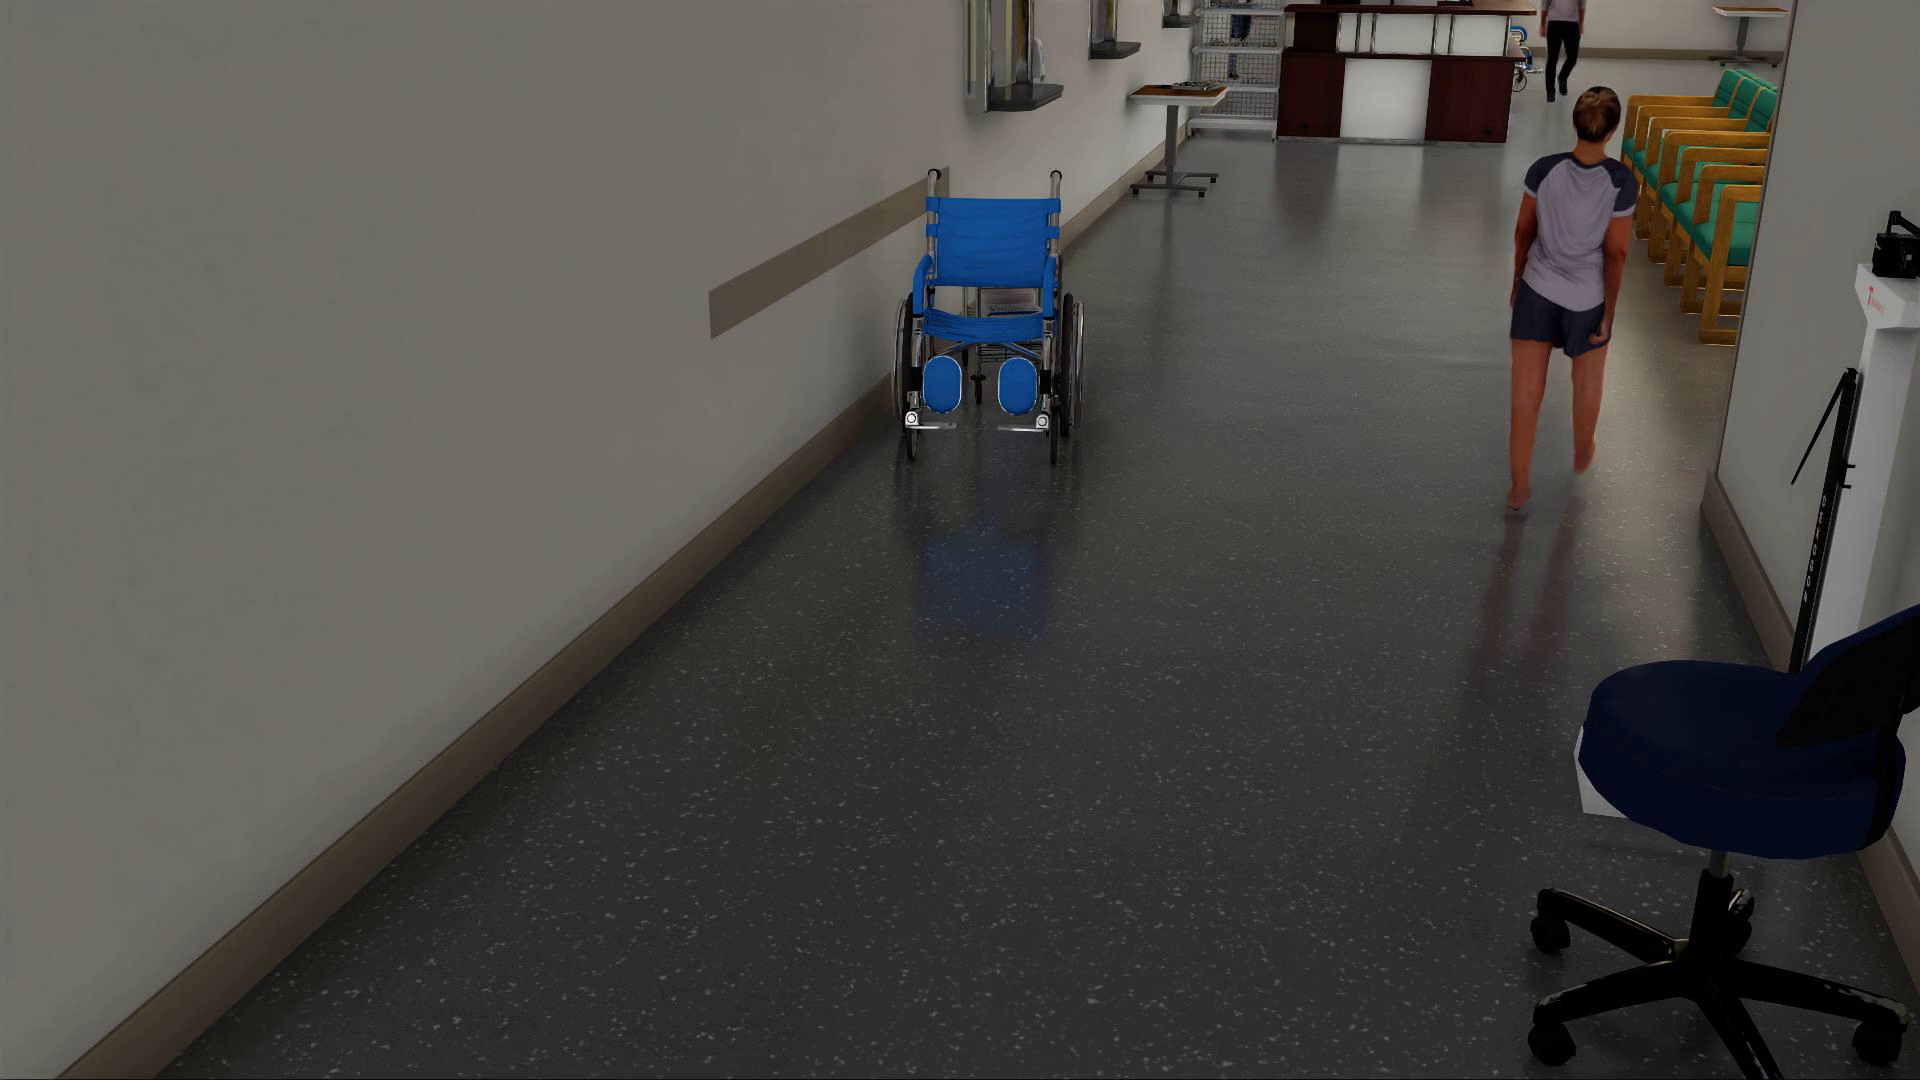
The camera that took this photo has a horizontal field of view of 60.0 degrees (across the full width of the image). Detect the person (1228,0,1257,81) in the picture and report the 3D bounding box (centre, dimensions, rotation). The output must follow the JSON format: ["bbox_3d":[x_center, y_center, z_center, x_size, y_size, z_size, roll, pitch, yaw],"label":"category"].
[{"bbox_3d":[3.721,-6.974,22.388,1.142,1.643,0.959,-2,21,-5],"label":"person"}]

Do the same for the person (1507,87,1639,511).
[{"bbox_3d":[2.295,-0.875,6.368,0.937,1.584,0.734,9,22,22],"label":"person"}]

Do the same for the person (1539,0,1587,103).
[{"bbox_3d":[7.395,-6.323,20.402,0.742,1.831,0.742,6,22,15],"label":"person"}]
